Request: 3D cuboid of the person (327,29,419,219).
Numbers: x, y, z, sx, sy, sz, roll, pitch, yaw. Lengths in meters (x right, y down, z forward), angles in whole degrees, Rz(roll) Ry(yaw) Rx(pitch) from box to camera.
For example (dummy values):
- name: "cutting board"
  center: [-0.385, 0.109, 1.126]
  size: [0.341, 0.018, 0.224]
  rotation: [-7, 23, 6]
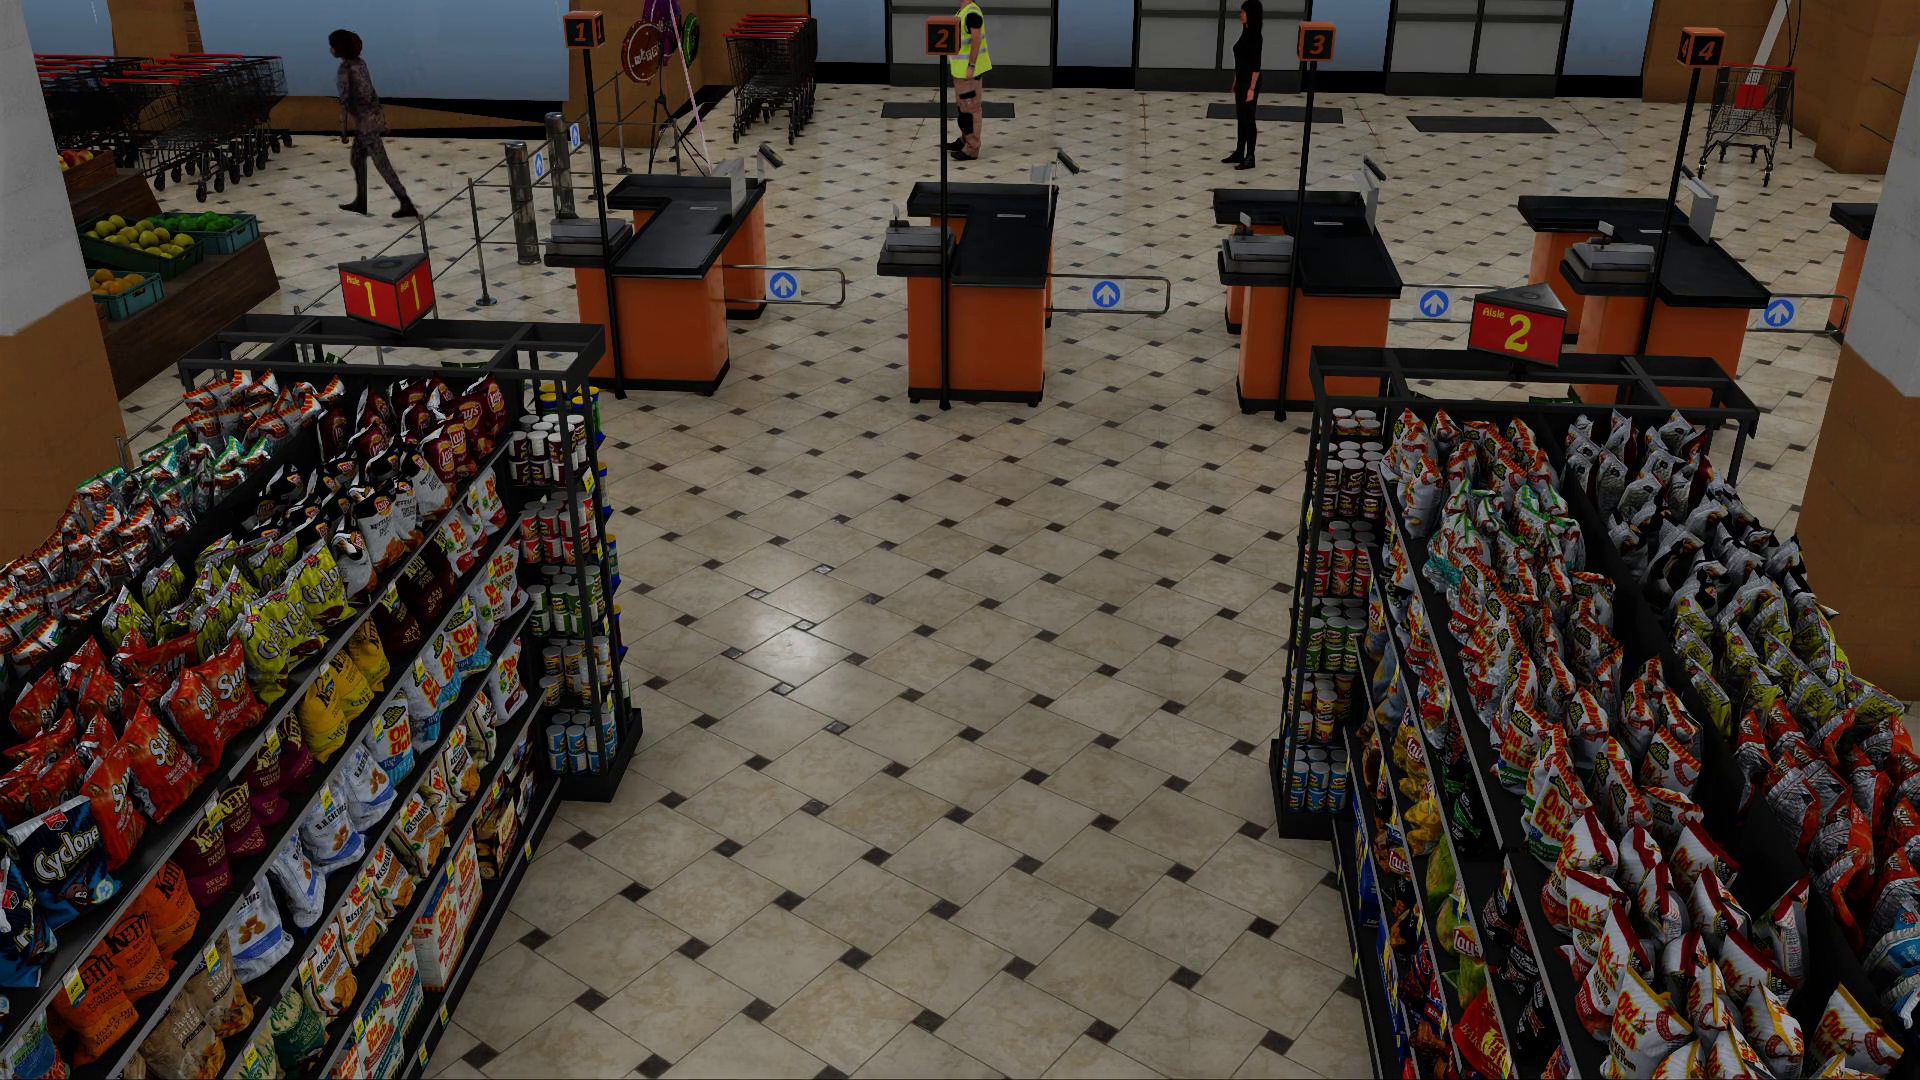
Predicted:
- name: "person"
  center: [-5.223, -3.688, 14.891]
  size: [0.652, 1.679, 0.914]
  rotation: [6, 27, 11]

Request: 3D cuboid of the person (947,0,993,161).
- name: "person"
  center: [0.064, -4.839, 16.975]
  size: [0.833, 1.847, 0.740]
  rotation: [-4, 27, -8]

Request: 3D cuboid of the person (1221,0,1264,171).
- name: "person"
  center: [2.889, -4.573, 16.676]
  size: [0.696, 1.642, 0.558]
  rotation: [-8, 28, -15]
